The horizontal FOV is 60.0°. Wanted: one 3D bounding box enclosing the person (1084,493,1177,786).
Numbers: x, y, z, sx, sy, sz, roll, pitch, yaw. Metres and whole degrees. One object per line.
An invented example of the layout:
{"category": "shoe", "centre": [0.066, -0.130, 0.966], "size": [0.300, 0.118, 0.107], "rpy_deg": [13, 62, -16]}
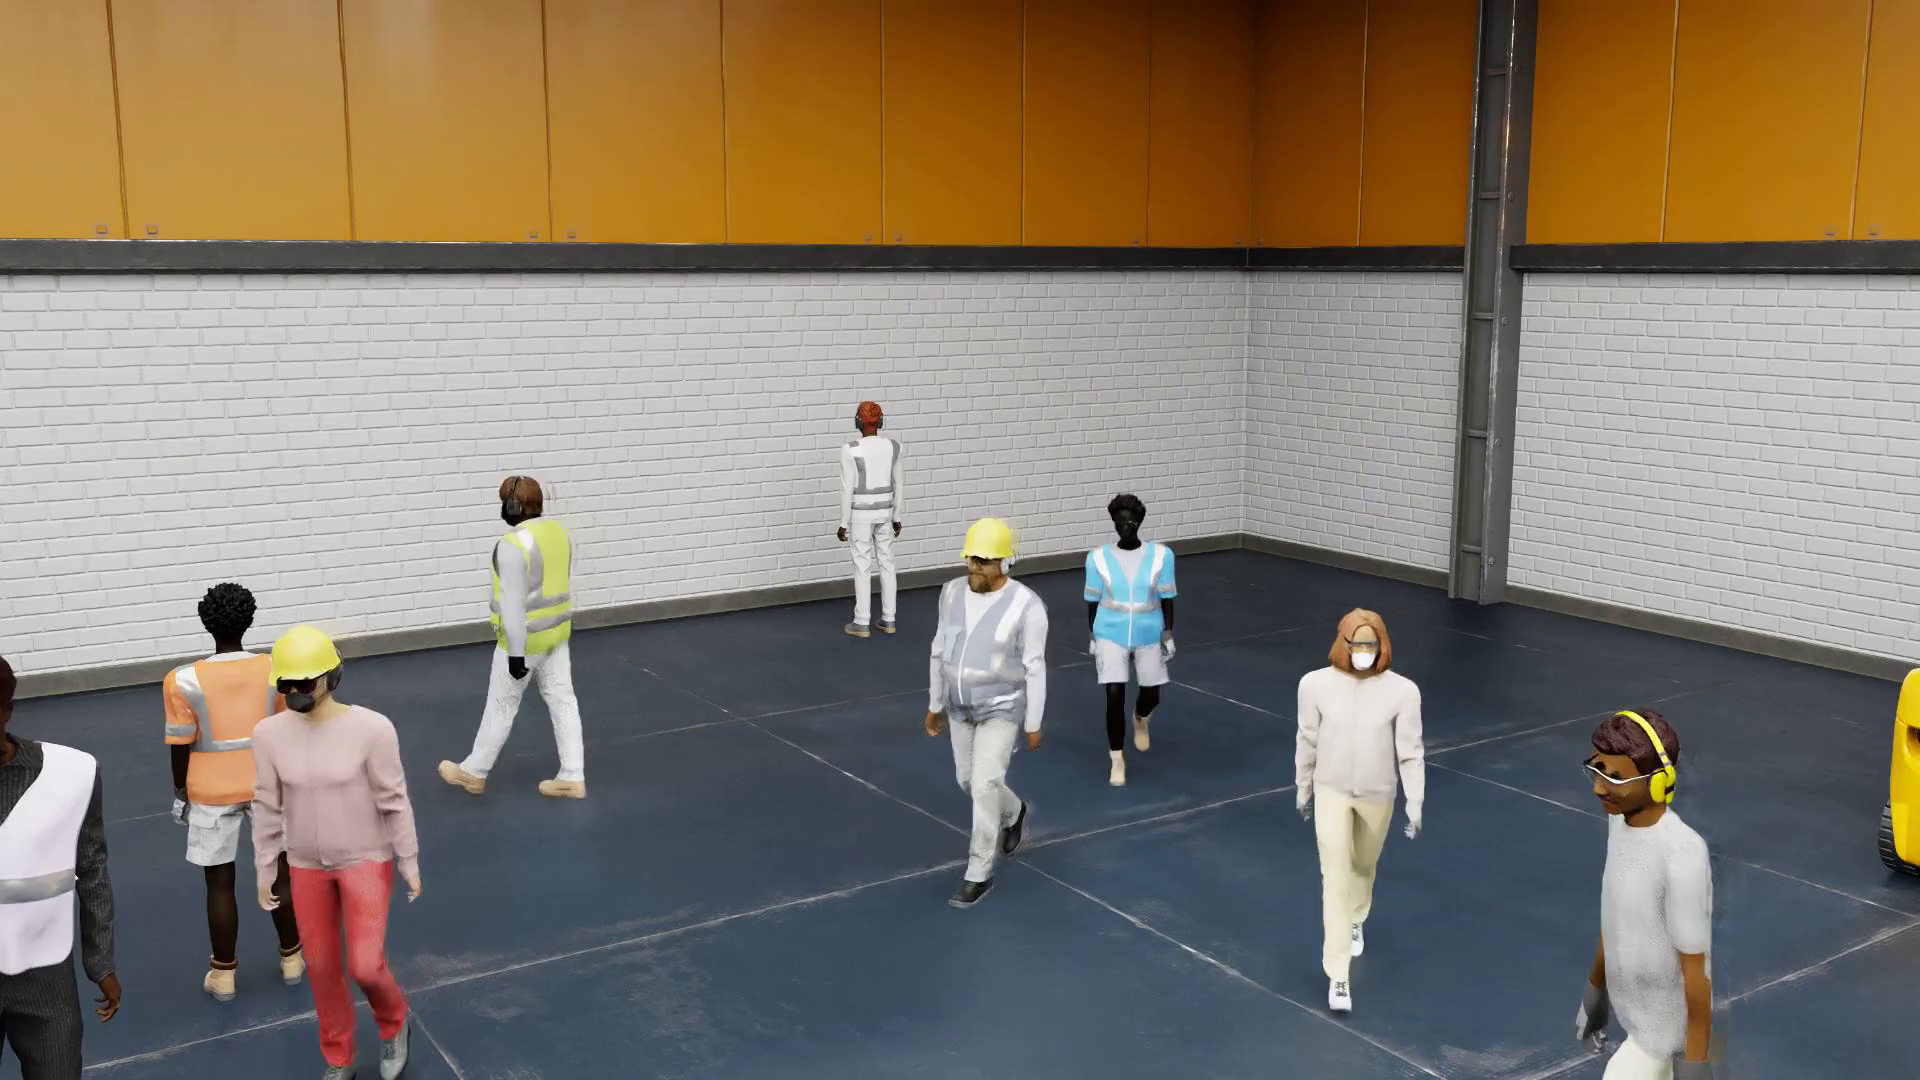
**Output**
{"category": "person", "centre": [0.976, 0.544, 9.618], "size": [0.535, 1.673, 0.569], "rpy_deg": [1, 9, 4]}

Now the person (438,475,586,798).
{"category": "person", "centre": [-2.483, 0.540, 9.265], "size": [0.904, 1.801, 0.662], "rpy_deg": [3, 10, 19]}

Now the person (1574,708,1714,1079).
{"category": "person", "centre": [1.876, 1.327, 4.534], "size": [0.965, 1.809, 0.558], "rpy_deg": [1, 10, 9]}

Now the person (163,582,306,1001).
{"category": "person", "centre": [-2.920, 1.011, 6.747], "size": [0.541, 1.696, 0.315], "rpy_deg": [-6, 11, -33]}

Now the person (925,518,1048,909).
{"category": "person", "centre": [0.161, 0.766, 7.927], "size": [0.591, 1.804, 0.808], "rpy_deg": [7, 12, 37]}

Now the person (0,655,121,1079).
{"category": "person", "centre": [-2.729, 1.235, 4.740], "size": [0.592, 1.916, 0.375], "rpy_deg": [-6, 11, -32]}

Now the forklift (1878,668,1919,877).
{"category": "forklift", "centre": [5.511, 0.571, 7.906], "size": [2.313, 2.155, 1.214], "rpy_deg": [-6, 11, -33]}

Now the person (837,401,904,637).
{"category": "person", "centre": [-0.716, -0.169, 13.296], "size": [0.585, 1.882, 0.344], "rpy_deg": [-6, 11, -33]}

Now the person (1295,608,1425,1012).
{"category": "person", "centre": [1.638, 1.052, 6.847], "size": [0.512, 1.585, 0.906], "rpy_deg": [2, 10, 11]}

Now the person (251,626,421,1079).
{"category": "person", "centre": [-2.179, 1.144, 5.799], "size": [0.583, 1.744, 0.408], "rpy_deg": [1, 9, 3]}
